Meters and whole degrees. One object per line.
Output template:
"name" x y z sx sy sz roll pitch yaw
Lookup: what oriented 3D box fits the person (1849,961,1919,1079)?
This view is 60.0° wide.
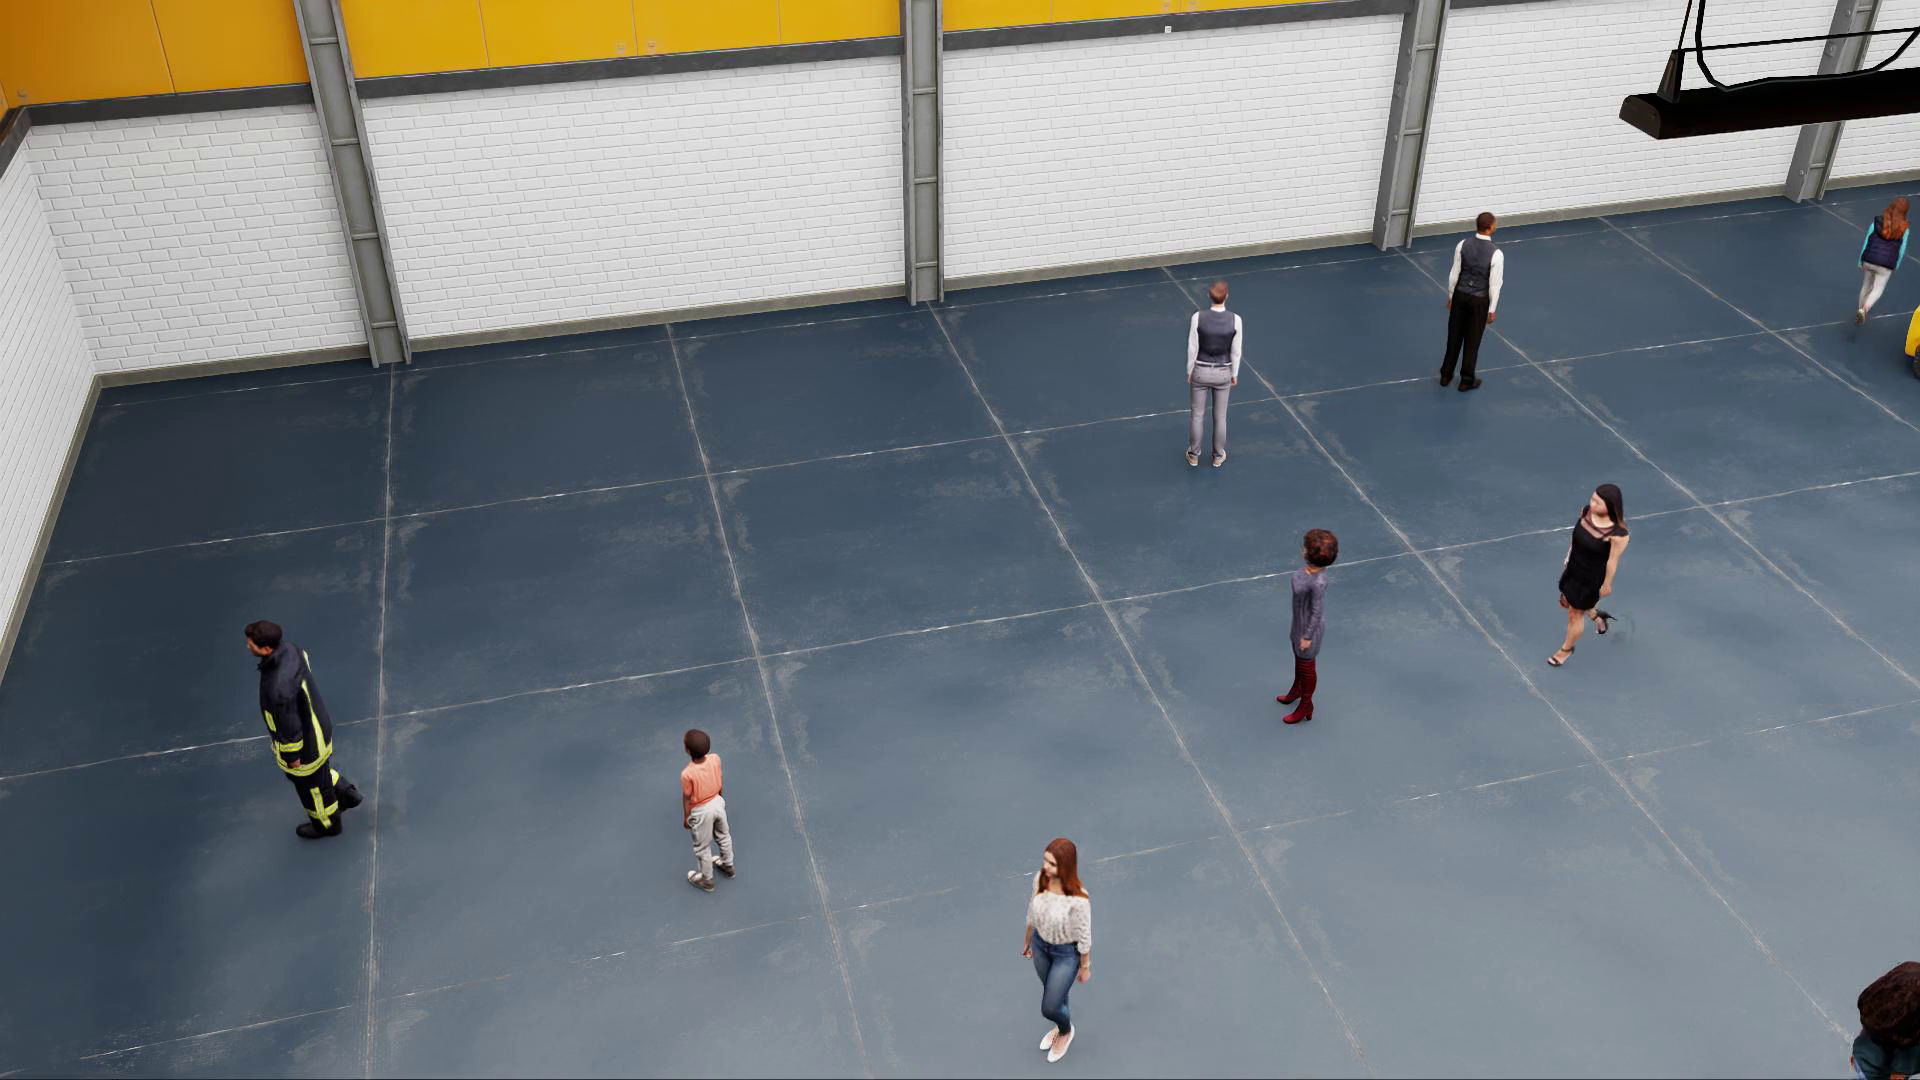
"person" 5.062 2.974 9.287 0.930 1.607 0.752 2 34 3

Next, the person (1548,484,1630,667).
"person" 5.067 0.271 13.269 0.833 1.700 0.657 -10 35 -14

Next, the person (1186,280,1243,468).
"person" 2.405 -1.593 15.858 0.651 1.938 0.795 4 34 7

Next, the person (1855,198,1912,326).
"person" 10.204 -3.061 18.476 0.813 1.485 0.912 23 40 30

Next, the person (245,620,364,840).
"person" -4.492 1.298 11.529 0.731 1.915 0.800 -9 35 -14

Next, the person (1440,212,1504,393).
"person" 5.284 -2.470 17.197 0.784 1.916 0.795 25 41 32

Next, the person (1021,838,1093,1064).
"person" 0.644 2.424 10.015 0.758 1.716 0.719 -28 43 -36

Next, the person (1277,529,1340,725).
"person" 2.656 0.650 12.689 0.614 1.710 0.645 2 34 3

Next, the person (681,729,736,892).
"person" -1.719 1.822 11.291 0.511 1.307 0.599 -28 43 -35
